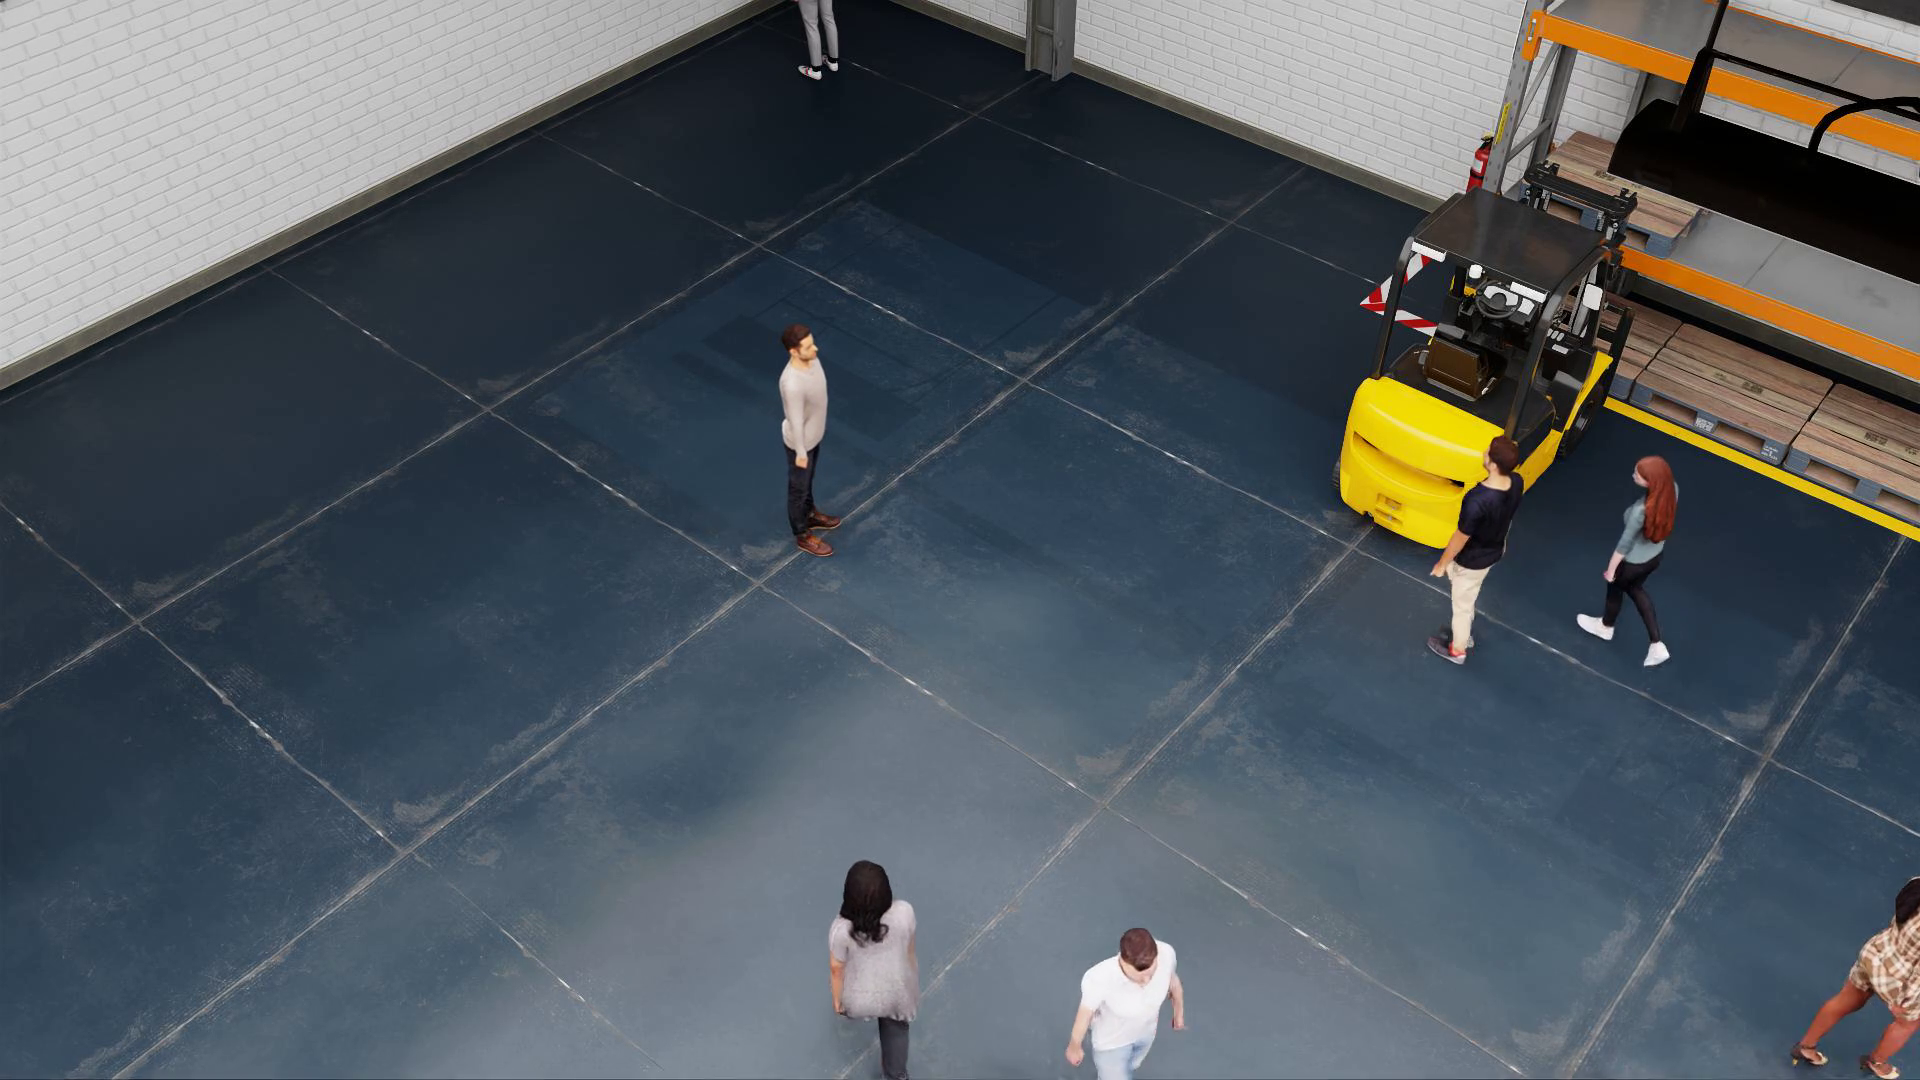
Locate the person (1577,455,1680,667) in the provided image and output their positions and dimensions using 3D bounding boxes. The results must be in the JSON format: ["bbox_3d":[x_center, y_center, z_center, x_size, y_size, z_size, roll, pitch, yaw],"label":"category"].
[{"bbox_3d":[4.355,0.173,10.560,0.827,1.705,1.031,-20,47,-20],"label":"person"}]

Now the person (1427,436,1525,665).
[{"bbox_3d":[3.330,0.136,10.496,0.698,1.849,0.628,-32,52,-29],"label":"person"}]

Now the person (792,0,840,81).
[{"bbox_3d":[-1.422,-5.500,16.338,0.726,1.950,0.629,-33,52,-30],"label":"person"}]

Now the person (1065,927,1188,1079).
[{"bbox_3d":[0.745,2.359,8.175,0.865,1.831,0.801,-26,50,-25],"label":"person"}]

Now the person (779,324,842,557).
[{"bbox_3d":[-1.070,-0.714,11.374,0.745,1.868,0.740,7,44,8],"label":"person"}]

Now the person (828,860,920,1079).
[{"bbox_3d":[-0.408,2.286,8.448,0.977,1.558,1.140,-13,45,-13],"label":"person"}]

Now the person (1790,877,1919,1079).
[{"bbox_3d":[4.608,2.196,8.389,0.928,1.771,0.849,0,44,0],"label":"person"}]
